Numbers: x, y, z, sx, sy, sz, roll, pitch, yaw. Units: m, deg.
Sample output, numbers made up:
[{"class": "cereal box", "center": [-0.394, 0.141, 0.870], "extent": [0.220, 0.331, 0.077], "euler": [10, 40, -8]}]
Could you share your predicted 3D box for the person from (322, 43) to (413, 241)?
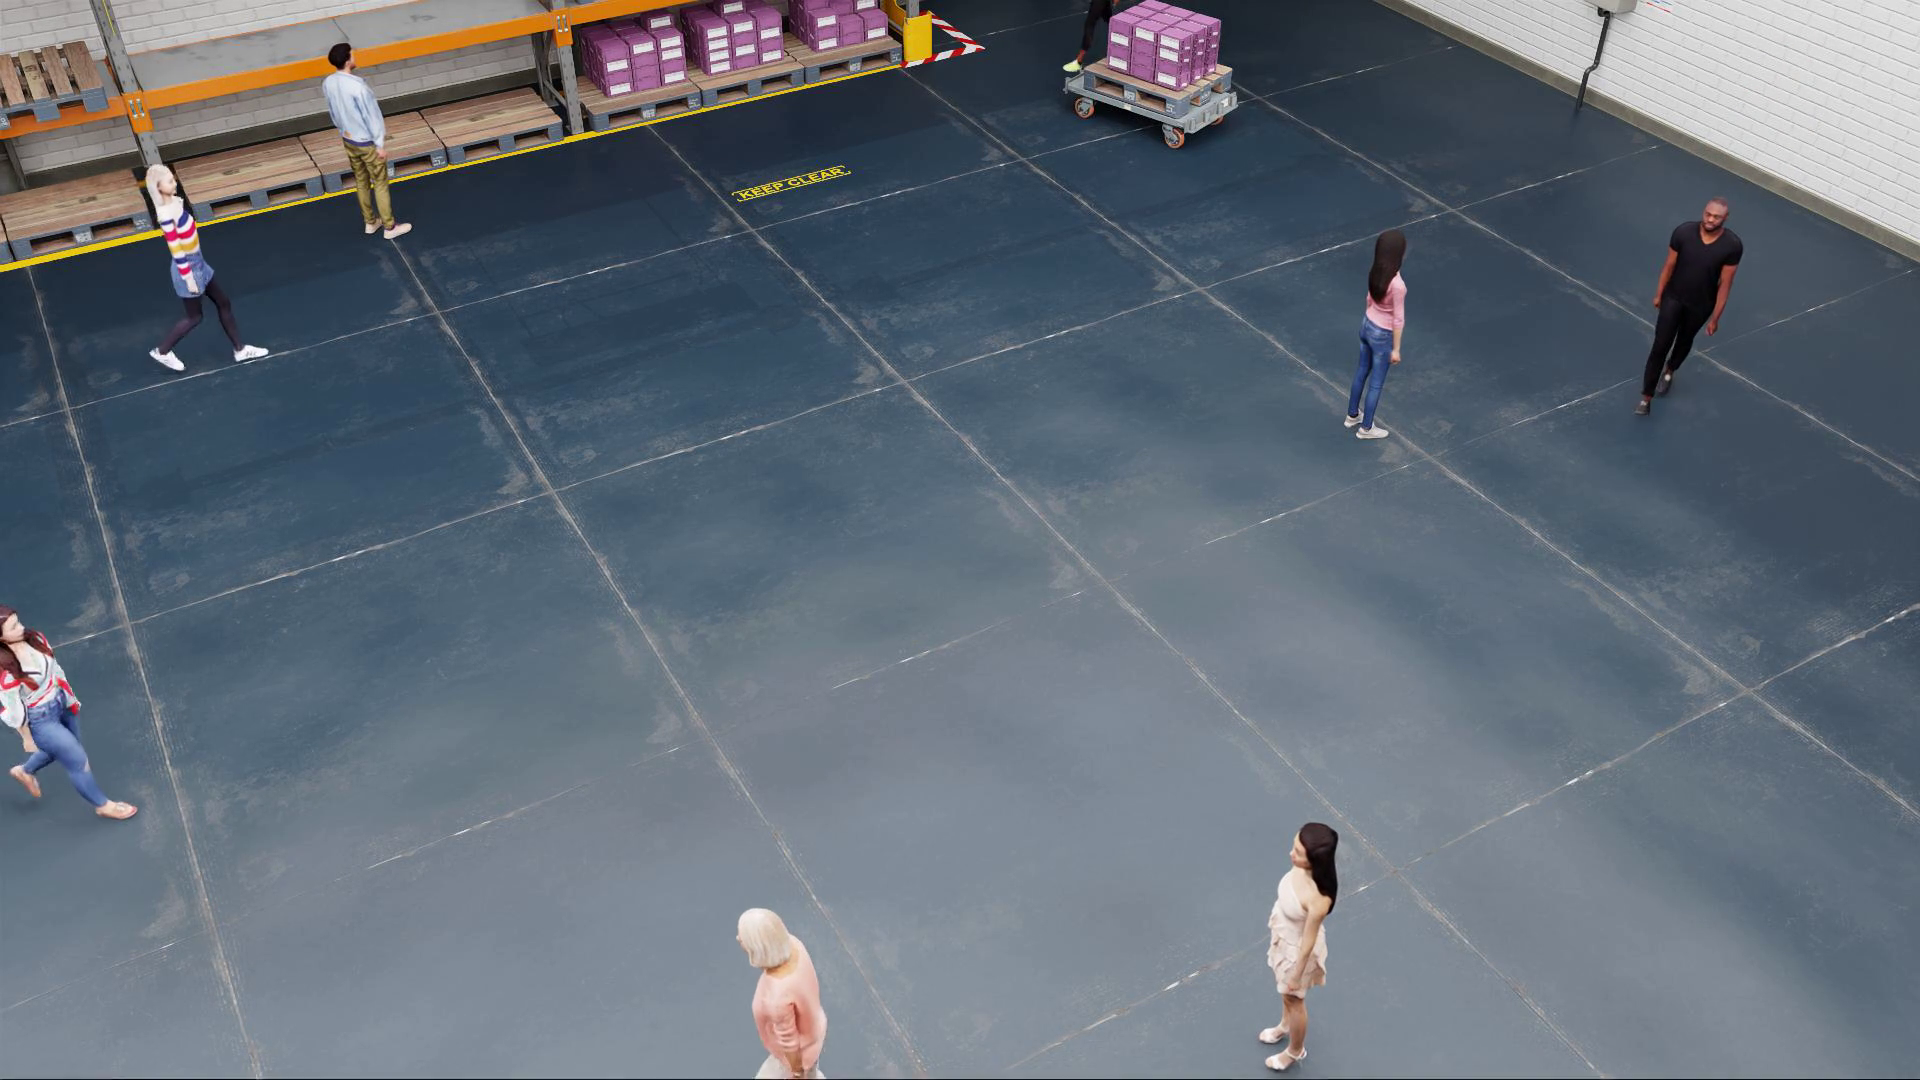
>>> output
[{"class": "person", "center": [-5.423, -3.612, 15.079], "extent": [0.756, 1.811, 0.741], "euler": [21, 43, 24]}]

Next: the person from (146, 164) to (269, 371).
[{"class": "person", "center": [-6.229, -2.132, 13.252], "extent": [1.194, 1.779, 0.895], "euler": [-7, 39, -9]}]

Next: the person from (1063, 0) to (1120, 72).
[{"class": "person", "center": [1.613, -6.002, 18.159], "extent": [1.182, 1.703, 0.593], "euler": [-21, 43, -24]}]

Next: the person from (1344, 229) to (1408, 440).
[{"class": "person", "center": [3.166, -1.566, 12.571], "extent": [0.560, 1.744, 0.598], "euler": [-13, 40, -16]}]

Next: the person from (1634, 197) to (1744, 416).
[{"class": "person", "center": [5.677, -1.860, 12.916], "extent": [1.050, 1.774, 1.265], "euler": [21, 43, 24]}]

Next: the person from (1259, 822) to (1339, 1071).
[{"class": "person", "center": [1.664, 1.990, 8.127], "extent": [0.673, 1.734, 0.645], "euler": [1, 39, 2]}]

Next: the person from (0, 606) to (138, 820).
[{"class": "person", "center": [-5.280, 0.993, 9.487], "extent": [1.057, 1.595, 0.921], "euler": [3, 39, 4]}]

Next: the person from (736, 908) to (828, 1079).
[{"class": "person", "center": [-0.685, 2.335, 7.728], "extent": [0.815, 1.693, 0.760], "euler": [3, 39, 3]}]
